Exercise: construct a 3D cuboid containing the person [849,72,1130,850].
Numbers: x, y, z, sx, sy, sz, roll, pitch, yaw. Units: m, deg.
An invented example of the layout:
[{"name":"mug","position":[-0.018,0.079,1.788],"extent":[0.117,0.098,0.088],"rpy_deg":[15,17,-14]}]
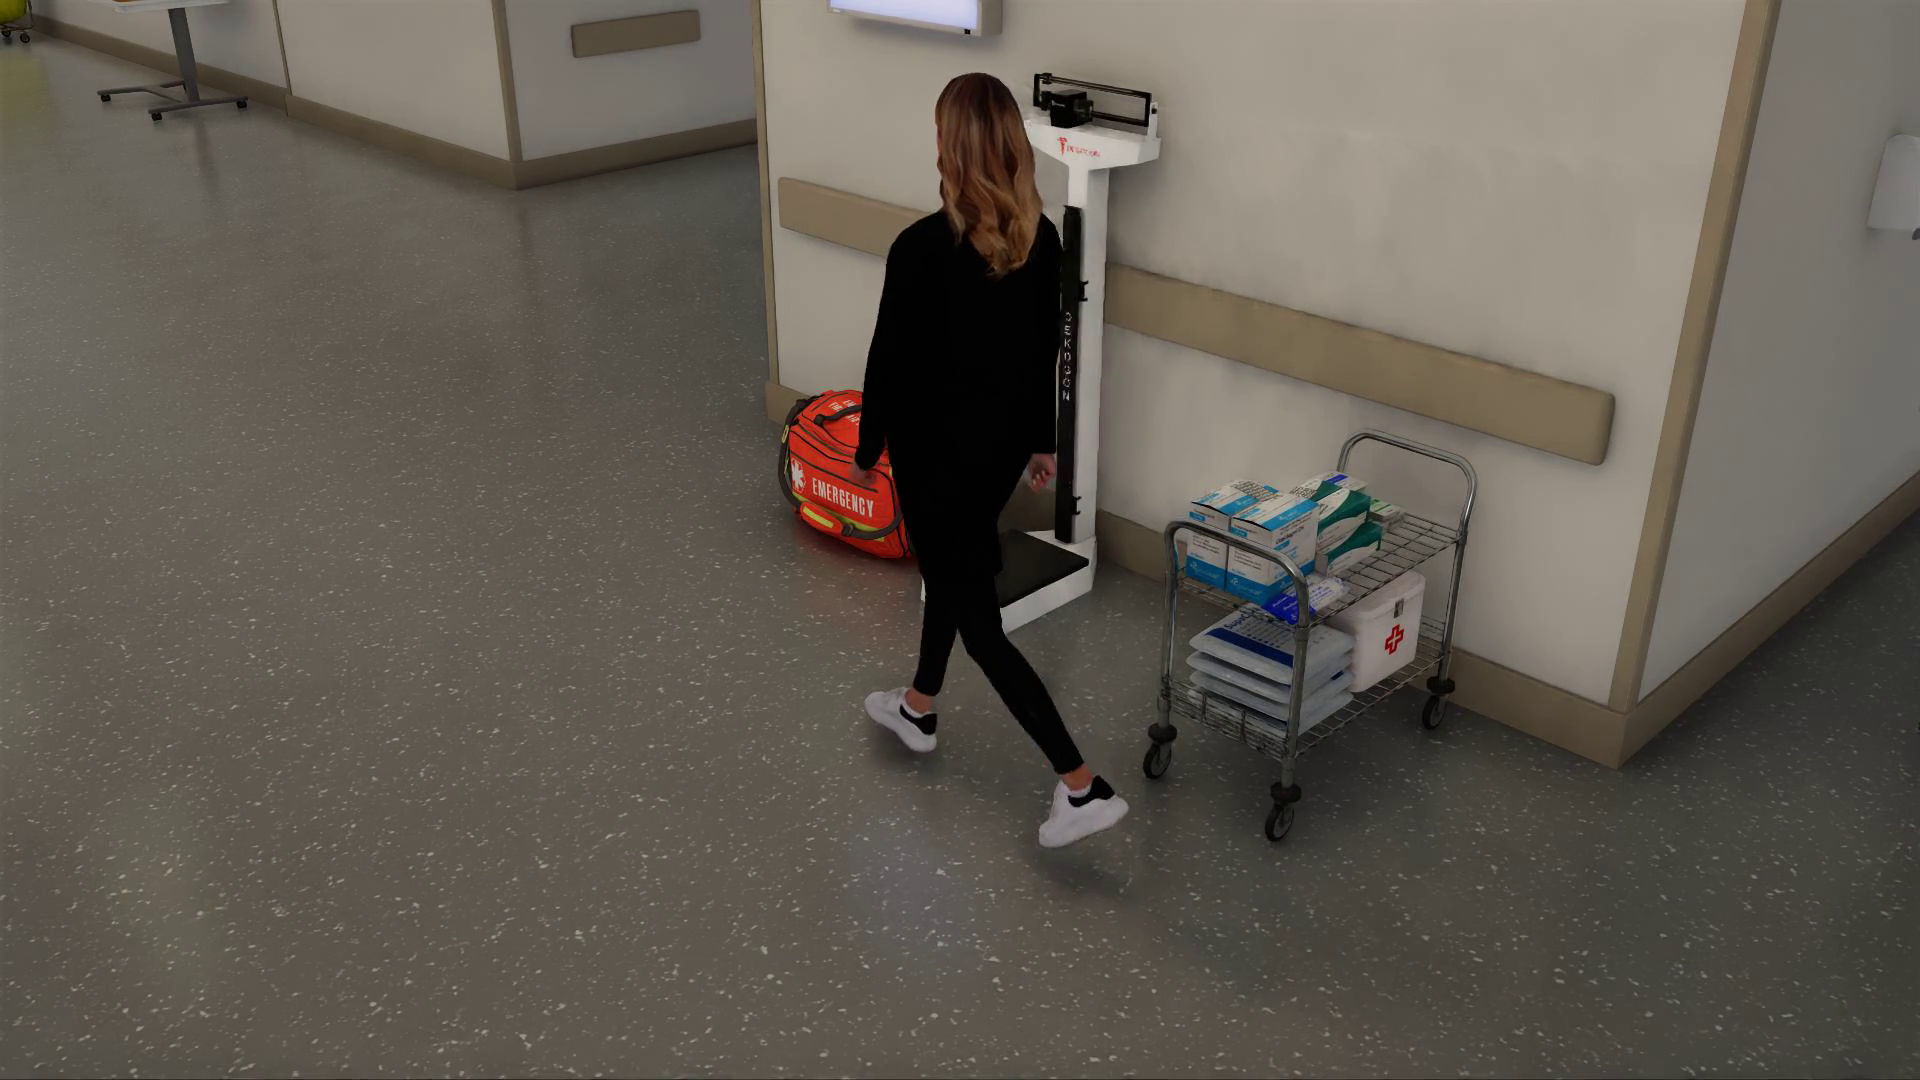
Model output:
[{"name":"person","position":[0.083,-0.111,3.821],"extent":[0.641,1.761,1.193],"rpy_deg":[-23,34,-39]}]
